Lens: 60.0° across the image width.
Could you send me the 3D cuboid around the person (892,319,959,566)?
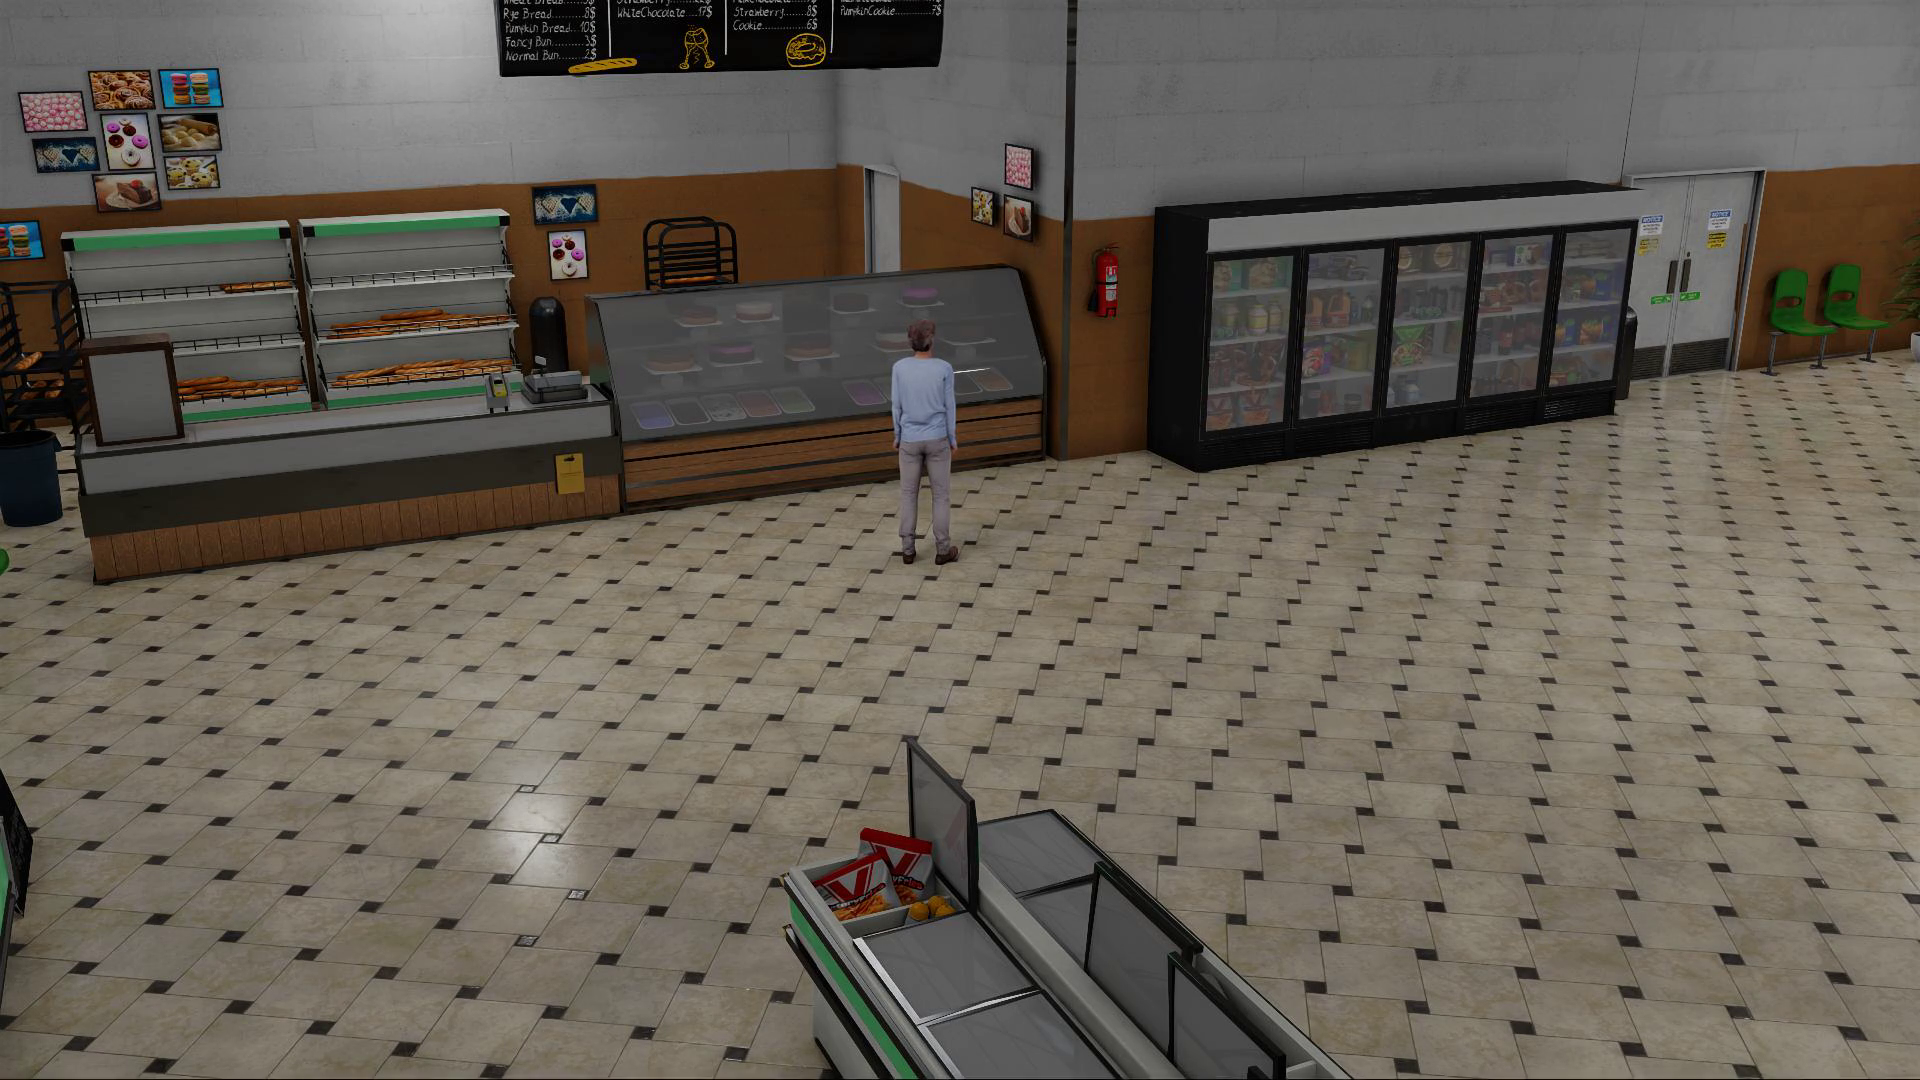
[{"bbox_3d":[-0.268,-0.743,12.614,0.749,1.894,0.770,3,19,9],"label":"person"}]
